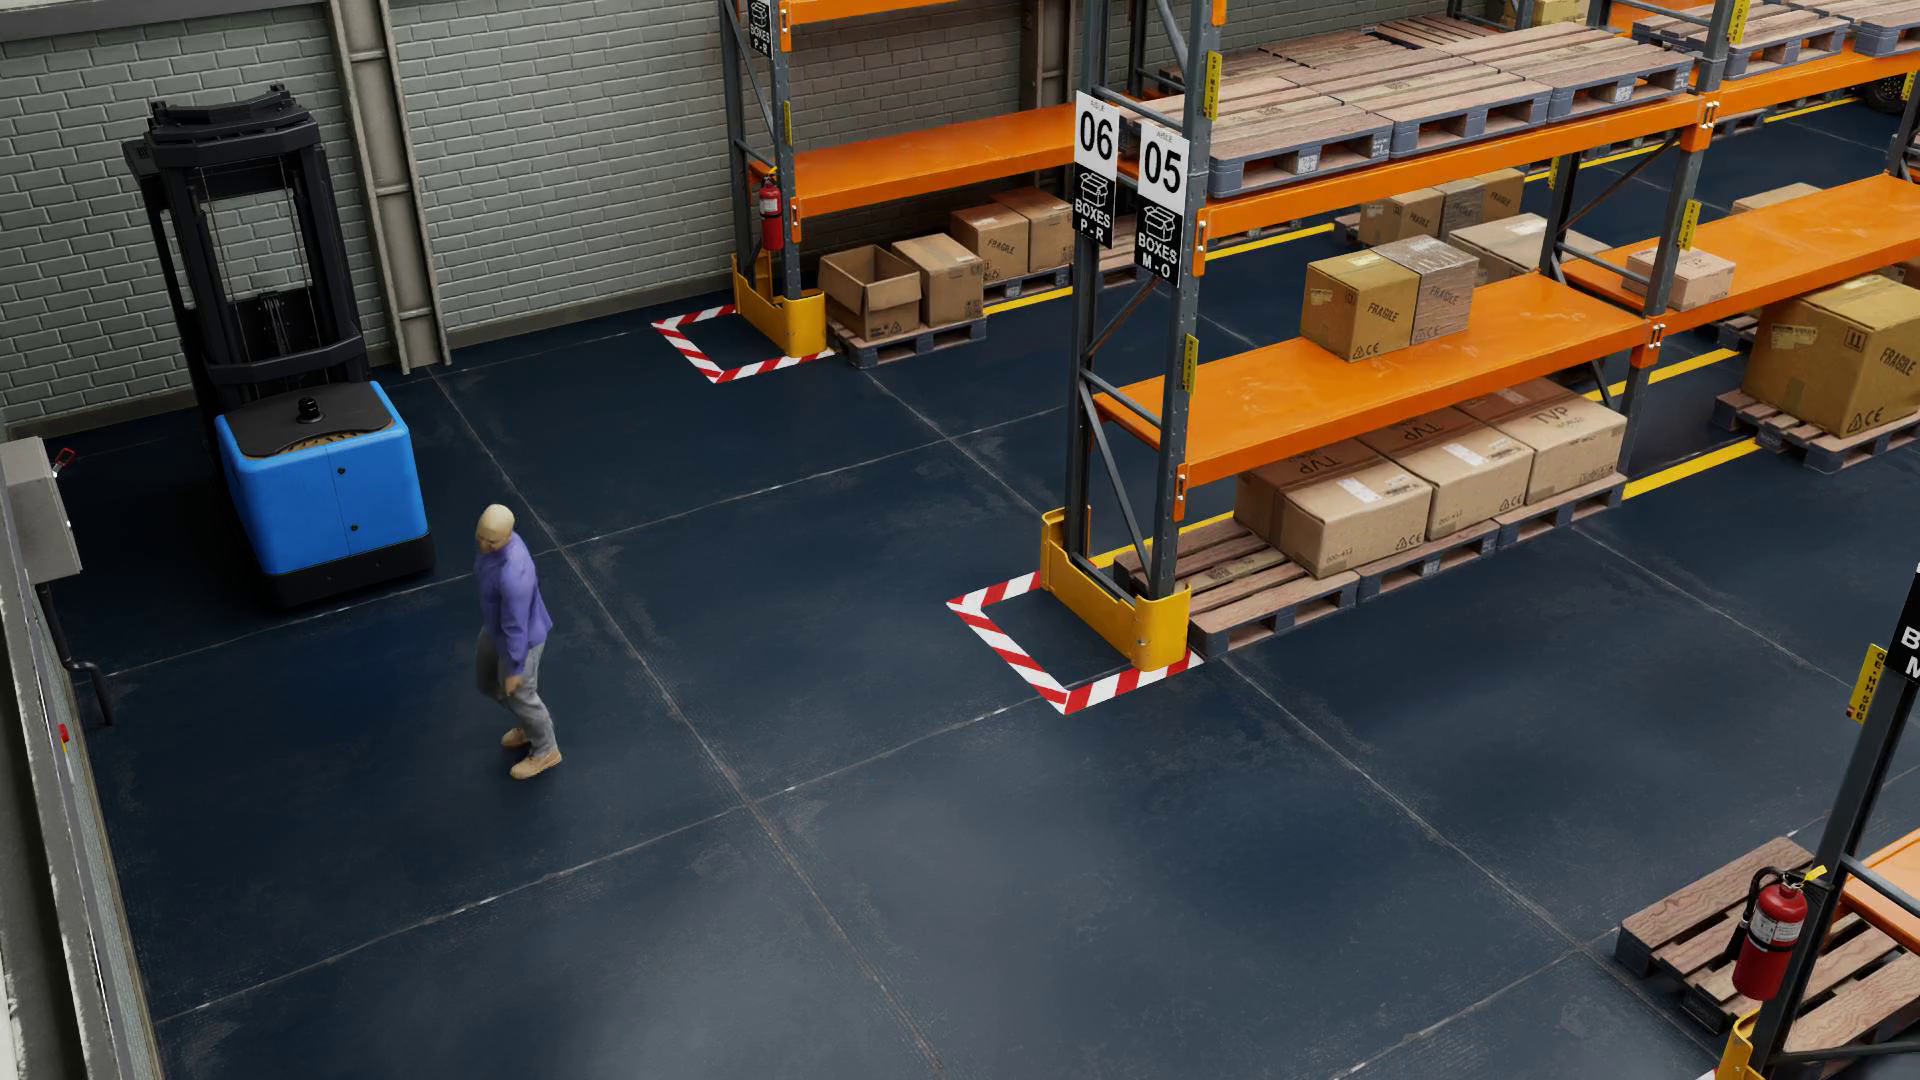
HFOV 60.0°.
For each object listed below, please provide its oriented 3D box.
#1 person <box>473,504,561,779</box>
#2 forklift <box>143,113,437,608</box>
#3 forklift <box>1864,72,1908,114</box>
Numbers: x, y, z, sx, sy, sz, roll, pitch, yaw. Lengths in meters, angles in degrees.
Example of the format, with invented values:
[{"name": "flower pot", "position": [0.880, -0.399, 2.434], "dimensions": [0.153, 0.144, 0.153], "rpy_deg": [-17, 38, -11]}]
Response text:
[{"name": "person", "position": [-2.337, 0.519, 8.686], "dimensions": [0.418, 1.760, 0.678], "rpy_deg": [-17, 36, -25]}, {"name": "forklift", "position": [-4.289, -1.259, 10.509], "dimensions": [1.129, 2.768, 1.873], "rpy_deg": [-17, 36, -26]}, {"name": "forklift", "position": [11.468, -5.645, 18.244], "dimensions": [1.214, 2.155, 2.313], "rpy_deg": [-17, 36, -26]}]
